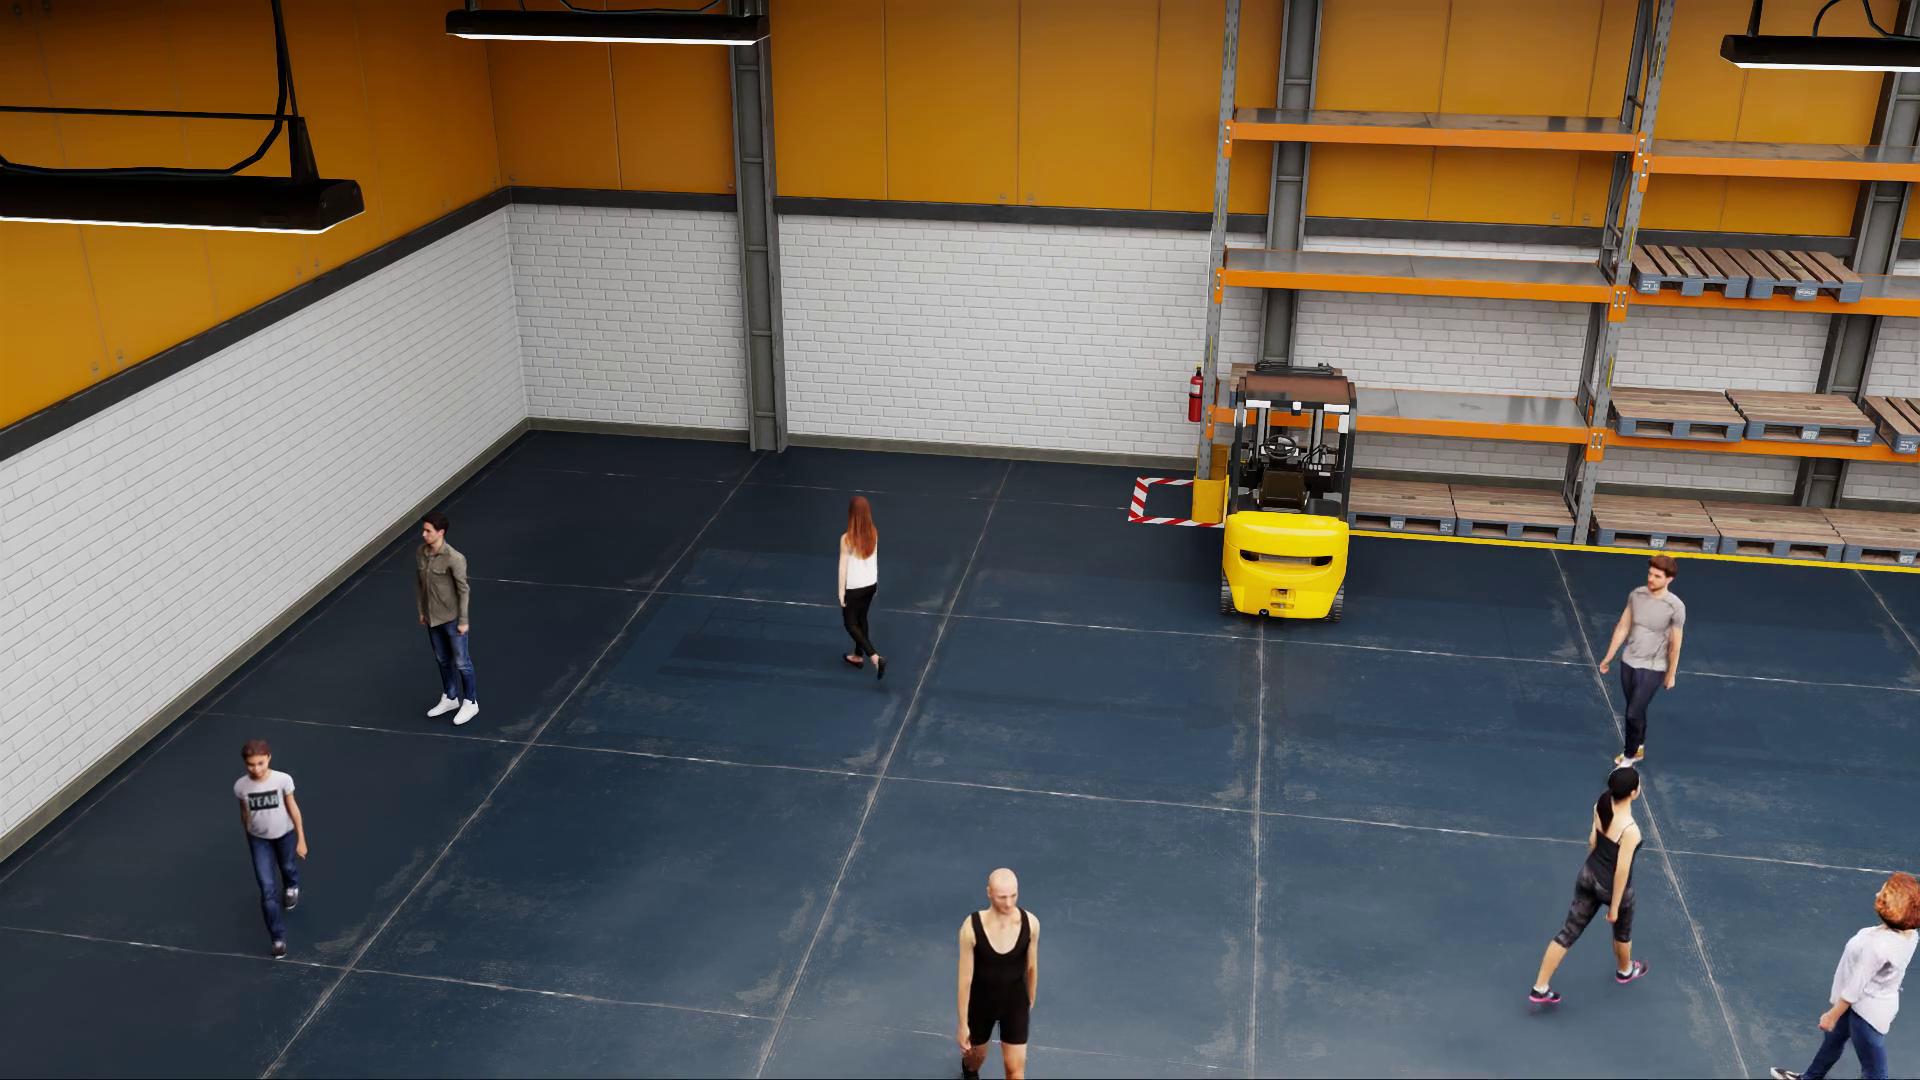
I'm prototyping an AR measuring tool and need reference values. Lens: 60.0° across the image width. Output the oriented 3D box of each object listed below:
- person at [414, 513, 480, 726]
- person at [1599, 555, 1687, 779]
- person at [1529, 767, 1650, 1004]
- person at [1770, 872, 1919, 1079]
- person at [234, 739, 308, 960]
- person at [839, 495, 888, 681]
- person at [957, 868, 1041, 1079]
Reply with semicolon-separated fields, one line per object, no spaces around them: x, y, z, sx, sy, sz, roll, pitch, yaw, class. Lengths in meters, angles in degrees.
-4.316;0.636;13.998;0.643;1.865;0.833;12;26;25;person
5.488;0.968;13.226;0.953;1.876;0.884;-12;27;-26;person
4.001;2.245;10.557;1.250;1.674;1.003;-9;25;-20;person
5.278;2.714;9.471;1.203;1.685;1.034;22;32;40;person
-4.686;1.984;11.359;1.137;1.509;0.988;-7;25;-16;person
-0.840;0.441;14.644;0.920;1.706;1.019;-18;30;-36;person
0.177;2.631;9.530;1.132;1.790;0.986;-5;24;-12;person
